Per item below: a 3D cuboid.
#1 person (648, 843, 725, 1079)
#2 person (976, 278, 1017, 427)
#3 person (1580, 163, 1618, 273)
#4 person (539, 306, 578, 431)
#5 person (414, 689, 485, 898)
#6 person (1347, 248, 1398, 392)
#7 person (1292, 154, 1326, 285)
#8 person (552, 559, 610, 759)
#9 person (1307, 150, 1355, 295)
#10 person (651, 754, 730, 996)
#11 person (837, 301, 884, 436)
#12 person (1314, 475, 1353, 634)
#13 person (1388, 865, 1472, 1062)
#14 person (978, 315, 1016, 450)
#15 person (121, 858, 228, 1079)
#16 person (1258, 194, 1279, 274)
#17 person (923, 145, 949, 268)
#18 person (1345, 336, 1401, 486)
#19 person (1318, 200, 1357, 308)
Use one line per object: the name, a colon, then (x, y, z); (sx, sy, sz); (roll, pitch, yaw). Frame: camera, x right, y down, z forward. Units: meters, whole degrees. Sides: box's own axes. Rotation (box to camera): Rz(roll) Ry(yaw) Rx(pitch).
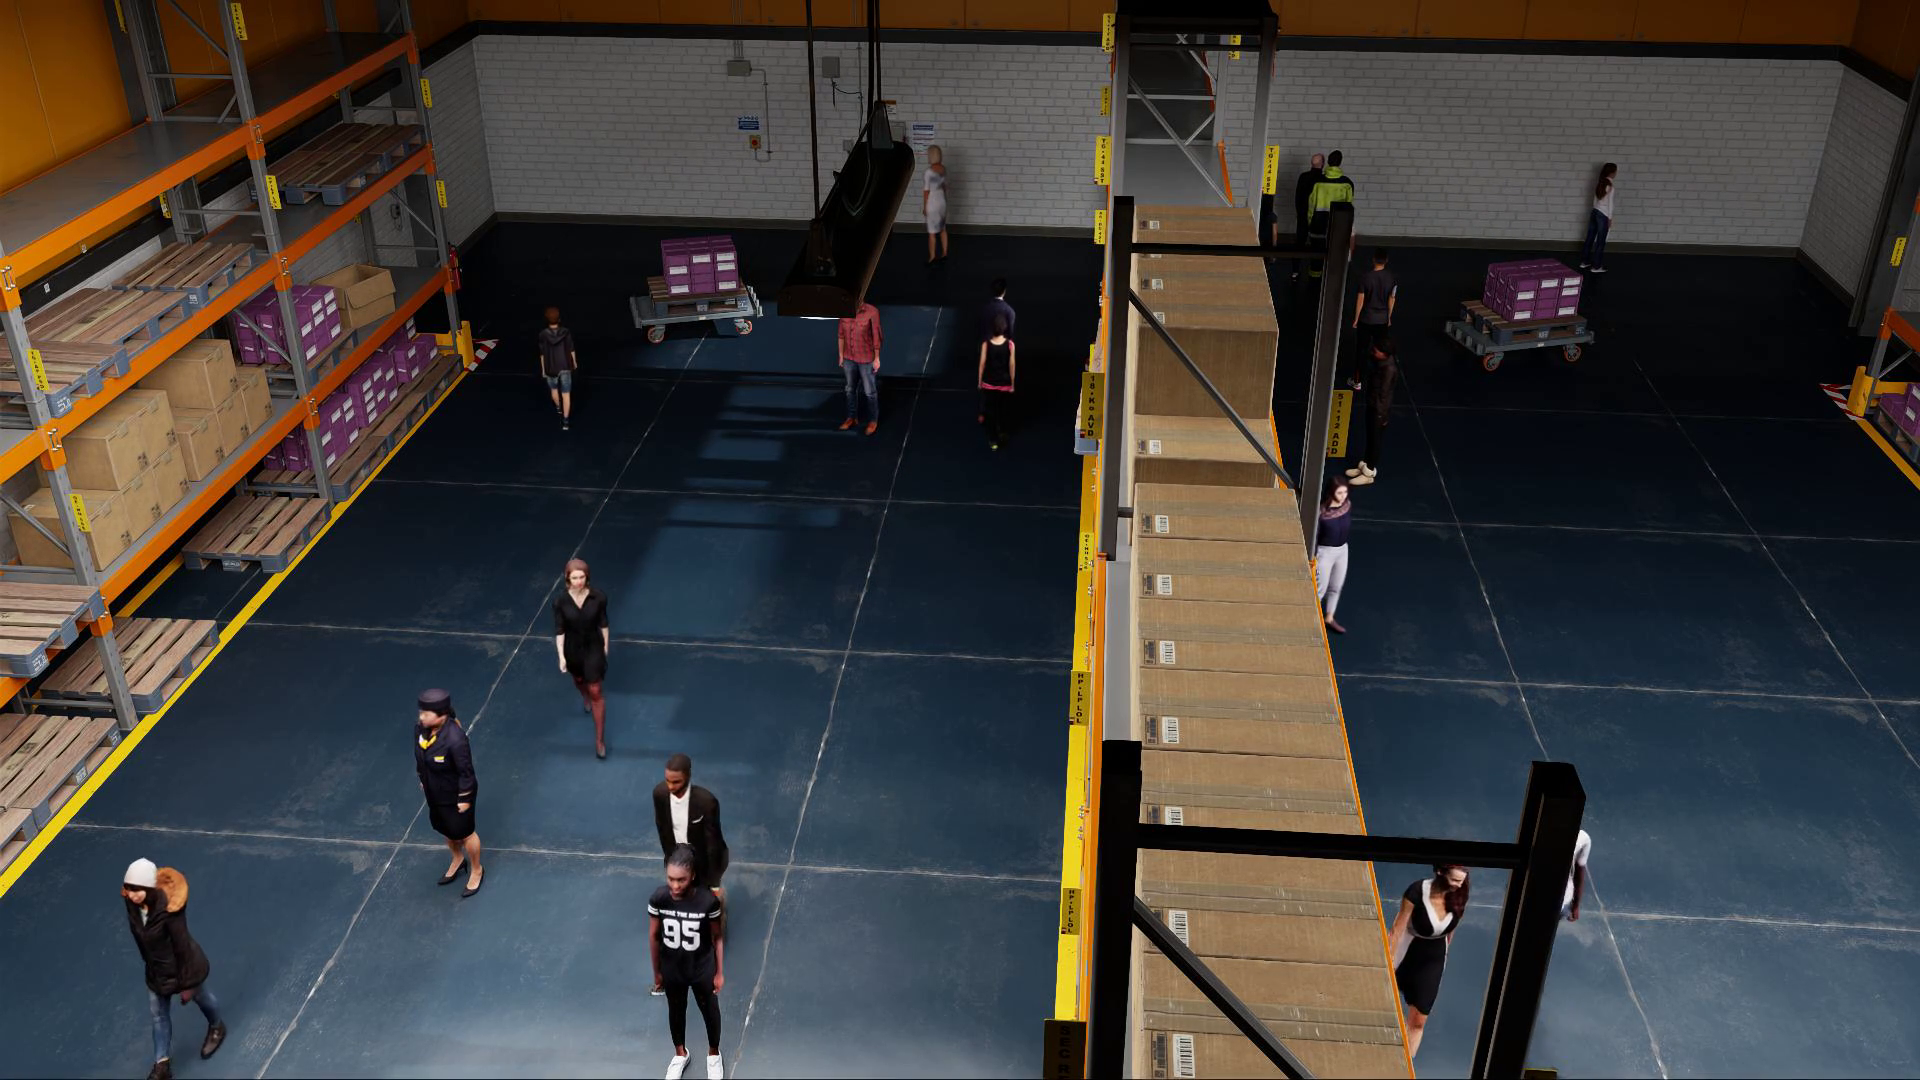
person: (-1.676, 2.637, 10.293); (0.612, 1.729, 0.586); (1, 29, 1)
person: (0.365, -2.118, 19.057); (0.868, 1.684, 1.241); (9, 30, 16)
person: (9.158, -4.629, 23.793); (0.680, 1.558, 0.584); (-11, 31, -19)
person: (-4.592, -1.943, 19.016); (0.731, 1.415, 0.990); (-6, 29, -11)
person: (-3.646, 1.795, 11.901); (0.798, 1.667, 0.806); (18, 34, 30)
person: (4.958, -2.651, 19.950); (0.672, 1.765, 0.611); (-3, 29, -5)
person: (4.912, -4.493, 23.252); (0.761, 1.836, 0.768); (20, 34, 32)
person: (-3.094, 0.881, 13.586); (0.806, 1.658, 1.153); (-6, 29, -11)
person: (5.073, -4.377, 22.888); (0.780, 1.983, 0.650); (5, 29, 9)
person: (-1.756, 2.122, 11.210); (0.835, 1.755, 1.191); (6, 29, 10)
person: (-1.135, -2.092, 18.858); (0.758, 1.829, 0.681); (12, 31, 21)
person: (3.334, 0.145, 14.988); (0.685, 1.607, 0.721); (-16, 33, -27)
person: (2.815, 2.583, 10.372); (0.831, 1.747, 1.143); (-2, 29, -3)
person: (0.410, -1.744, 18.523); (0.622, 1.539, 0.926); (-1, 29, -2)
person: (-4.896, 2.614, 10.459); (0.727, 1.611, 0.955); (6, 29, 12)
person: (3.952, -3.771, 22.069); (0.974, 1.701, 1.136); (23, 36, 36)
person: (-0.338, -4.811, 23.928); (0.642, 1.747, 0.706); (-23, 36, -36)
person: (4.478, -1.397, 17.759); (0.665, 1.662, 0.611); (15, 32, 26)
person: (5.003, -3.647, 21.935); (0.604, 1.613, 0.981); (1, 29, 2)
